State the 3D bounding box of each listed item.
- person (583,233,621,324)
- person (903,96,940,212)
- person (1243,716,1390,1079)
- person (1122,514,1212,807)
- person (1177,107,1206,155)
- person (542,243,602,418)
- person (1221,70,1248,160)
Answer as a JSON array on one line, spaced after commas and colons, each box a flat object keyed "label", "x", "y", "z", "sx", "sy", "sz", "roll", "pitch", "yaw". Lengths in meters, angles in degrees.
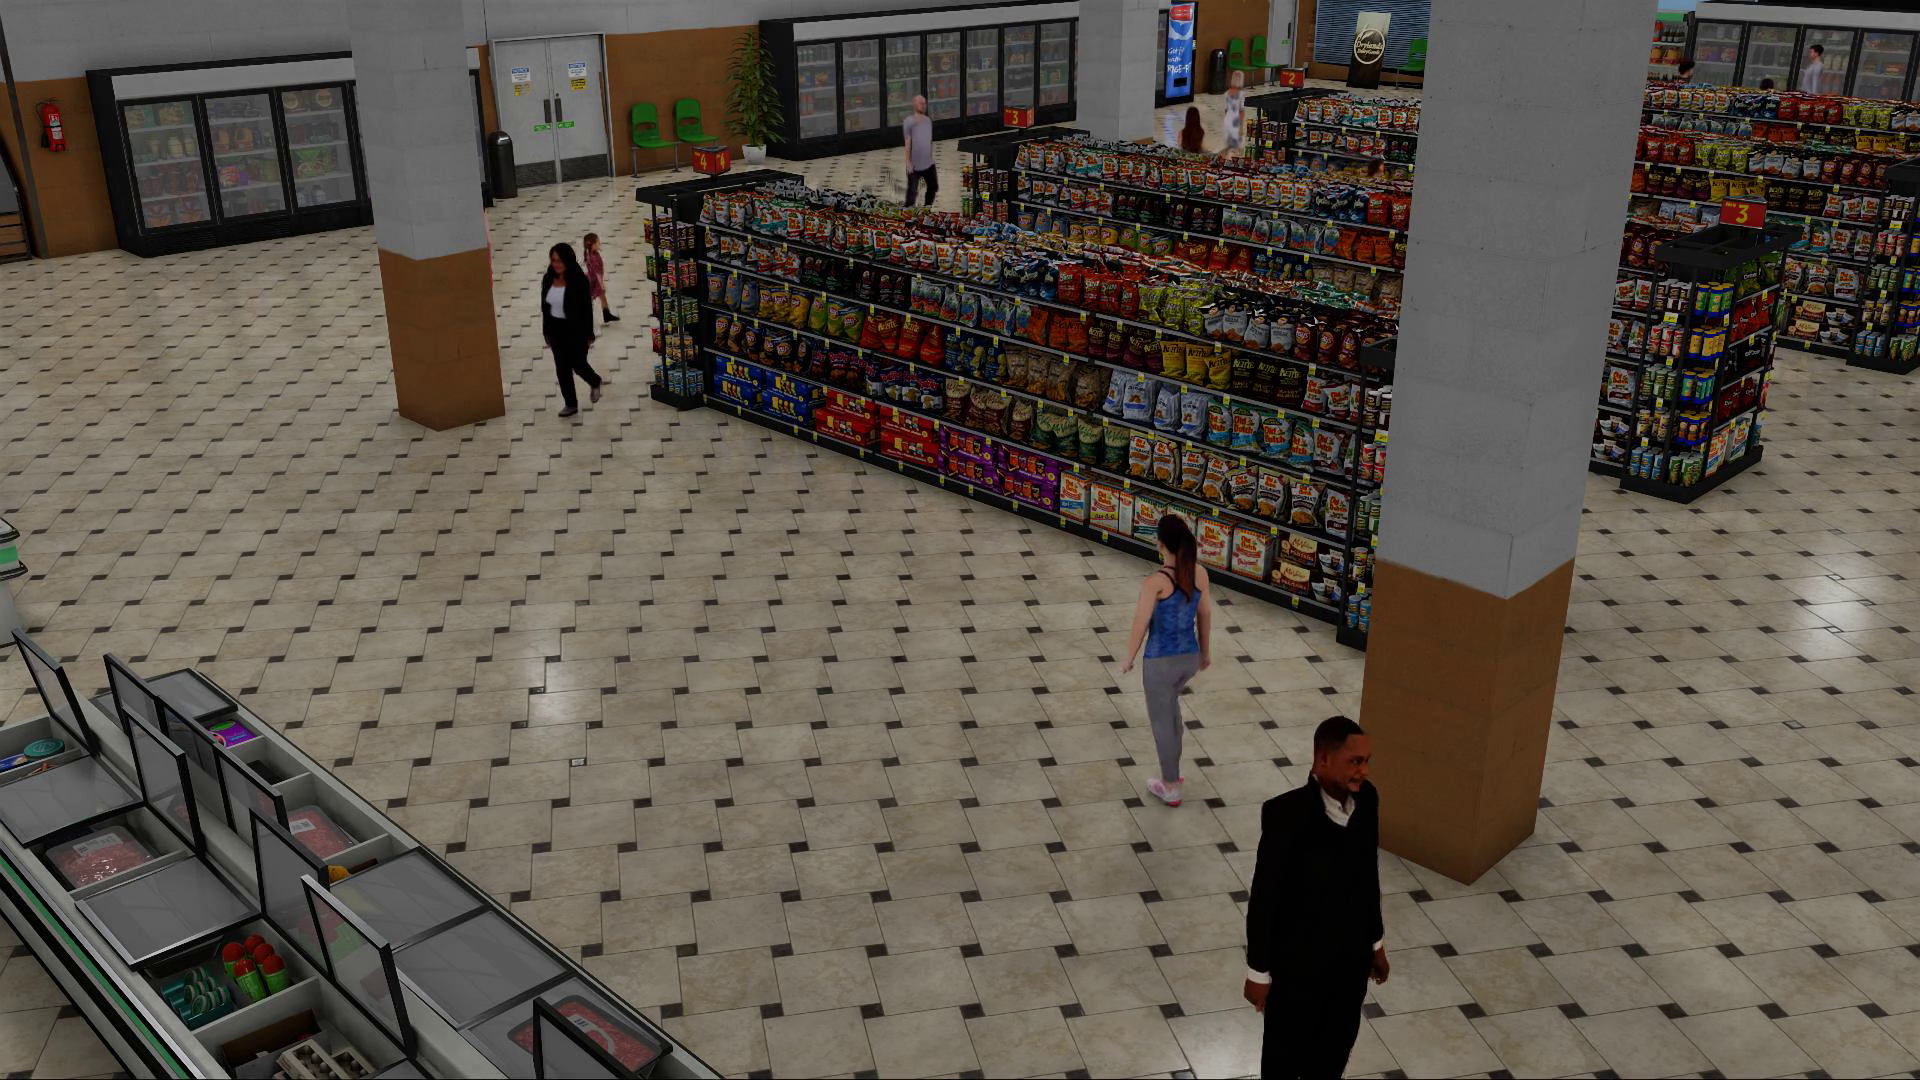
[{"label": "person", "x": -4.061, "y": -2.848, "z": 18.244, "sx": 0.700, "sy": 1.015, "sz": 0.746, "roll": -6, "pitch": 23, "yaw": -16}, {"label": "person", "x": -0.619, "y": -5.265, "z": 23.173, "sx": 0.724, "sy": 1.824, "sz": 0.698, "roll": -14, "pitch": 26, "yaw": -32}, {"label": "person", "x": 1.330, "y": 1.539, "z": 6.211, "sx": 0.821, "sy": 1.847, "sz": 0.779, "roll": -8, "pitch": 23, "yaw": -19}, {"label": "person", "x": 1.144, "y": 0.669, "z": 8.714, "sx": 0.639, "sy": 1.595, "sz": 0.640, "roll": -13, "pitch": 25, "yaw": -29}, {"label": "person", "x": 3.141, "y": -5.023, "z": 22.717, "sx": 0.791, "sy": 1.717, "sz": 0.864, "roll": -3, "pitch": 22, "yaw": -6}, {"label": "person", "x": -3.528, "y": -1.927, "z": 15.164, "sx": 0.859, "sy": 1.603, "sz": 0.886, "roll": 6, "pitch": 23, "yaw": 15}, {"label": "person", "x": 4.340, "y": -6.608, "z": 26.672, "sx": 0.980, "sy": 1.709, "sz": 0.693, "roll": 18, "pitch": 28, "yaw": 38}]
